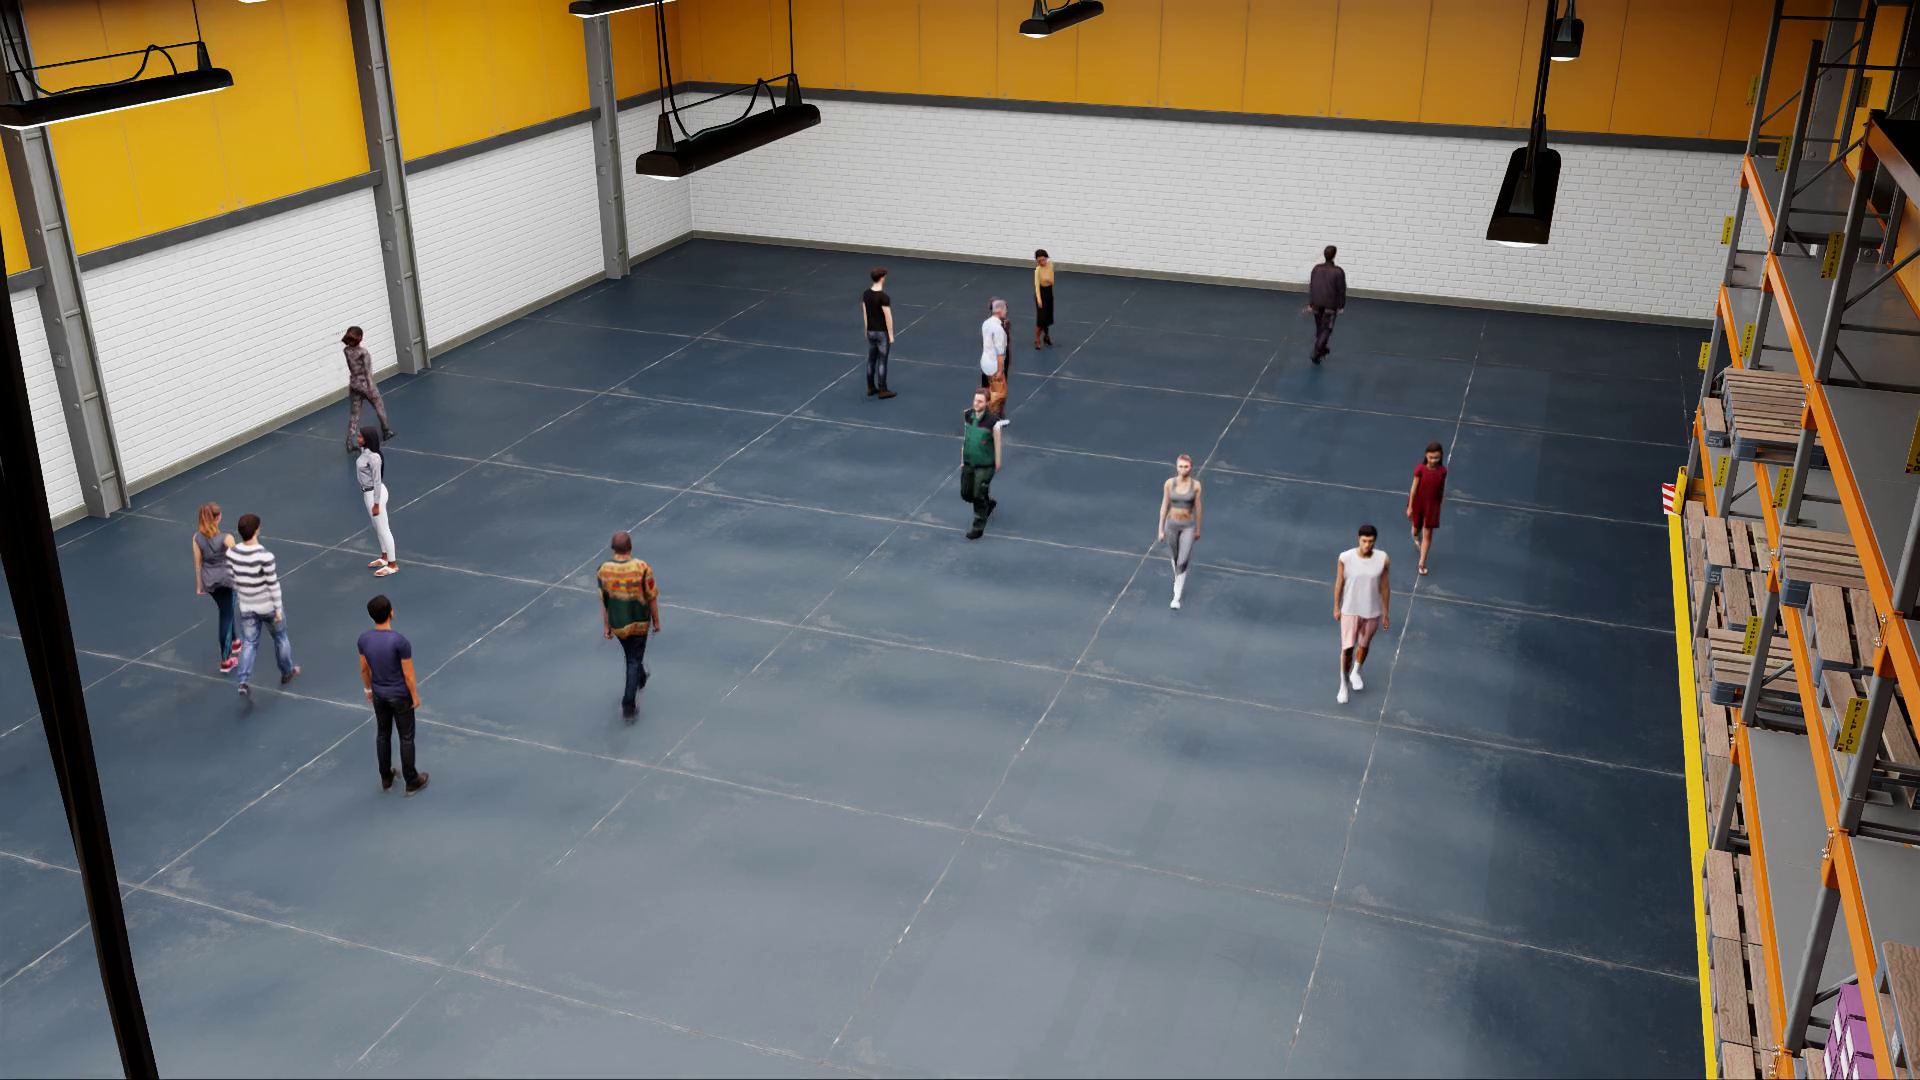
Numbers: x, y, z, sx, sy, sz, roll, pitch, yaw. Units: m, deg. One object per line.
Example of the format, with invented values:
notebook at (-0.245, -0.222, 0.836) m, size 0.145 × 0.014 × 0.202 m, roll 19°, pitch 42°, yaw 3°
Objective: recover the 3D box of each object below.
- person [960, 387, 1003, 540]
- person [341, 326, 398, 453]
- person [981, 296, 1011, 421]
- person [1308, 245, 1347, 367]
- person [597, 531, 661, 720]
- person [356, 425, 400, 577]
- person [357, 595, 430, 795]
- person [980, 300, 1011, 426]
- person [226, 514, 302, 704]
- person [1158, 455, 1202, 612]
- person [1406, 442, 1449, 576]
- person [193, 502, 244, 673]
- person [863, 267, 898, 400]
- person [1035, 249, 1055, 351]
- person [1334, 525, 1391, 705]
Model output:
person at (0.264, -0.926, 19.369) m, size 0.820 × 1.829 × 0.986 m, roll 17°, pitch 29°, yaw 34°
person at (-7.932, -1.948, 21.905) m, size 0.611 × 1.670 × 1.152 m, roll 10°, pitch 25°, yaw 21°
person at (0.535, -2.479, 23.036) m, size 0.855 × 1.738 × 0.953 m, roll -5°, pitch 24°, yaw -12°
person at (5.550, -3.556, 25.413) m, size 0.937 × 1.807 × 1.233 m, roll 17°, pitch 29°, yaw 33°
person at (-3.081, 0.817, 15.467) m, size 0.899 × 1.761 × 1.254 m, roll 2°, pitch 24°, yaw 4°
person at (-6.476, -0.459, 18.431) m, size 0.715 × 1.725 × 0.672 m, roll -13°, pitch 27°, yaw -27°
person at (-4.890, 1.328, 14.269) m, size 0.680 × 1.784 × 0.611 m, roll 5°, pitch 24°, yaw 12°
person at (0.397, -2.375, 22.714) m, size 1.030 × 1.804 × 0.978 m, roll -9°, pitch 25°, yaw -19°
person at (-6.687, 0.666, 15.731) m, size 0.845 × 1.826 × 1.169 m, roll 2°, pitch 24°, yaw 5°
person at (2.353, -0.125, 17.751) m, size 0.673 × 1.656 × 1.138 m, roll 6°, pitch 24°, yaw 13°
person at (5.227, -0.418, 18.604) m, size 0.647 × 1.511 × 1.044 m, roll 4°, pitch 24°, yaw 9°
person at (-7.279, 0.492, 16.282) m, size 0.734 × 1.703 × 0.944 m, roll 2°, pitch 24°, yaw 4°
person at (-1.187, -2.997, 24.025) m, size 0.752 × 1.894 × 0.692 m, roll 19°, pitch 30°, yaw 37°
person at (1.357, -3.818, 26.236) m, size 0.785 × 1.628 × 0.597 m, roll 13°, pitch 27°, yaw 28°
person at (3.835, 0.628, 15.898) m, size 0.783 × 1.761 × 0.944 m, roll 2°, pitch 24°, yaw 4°
